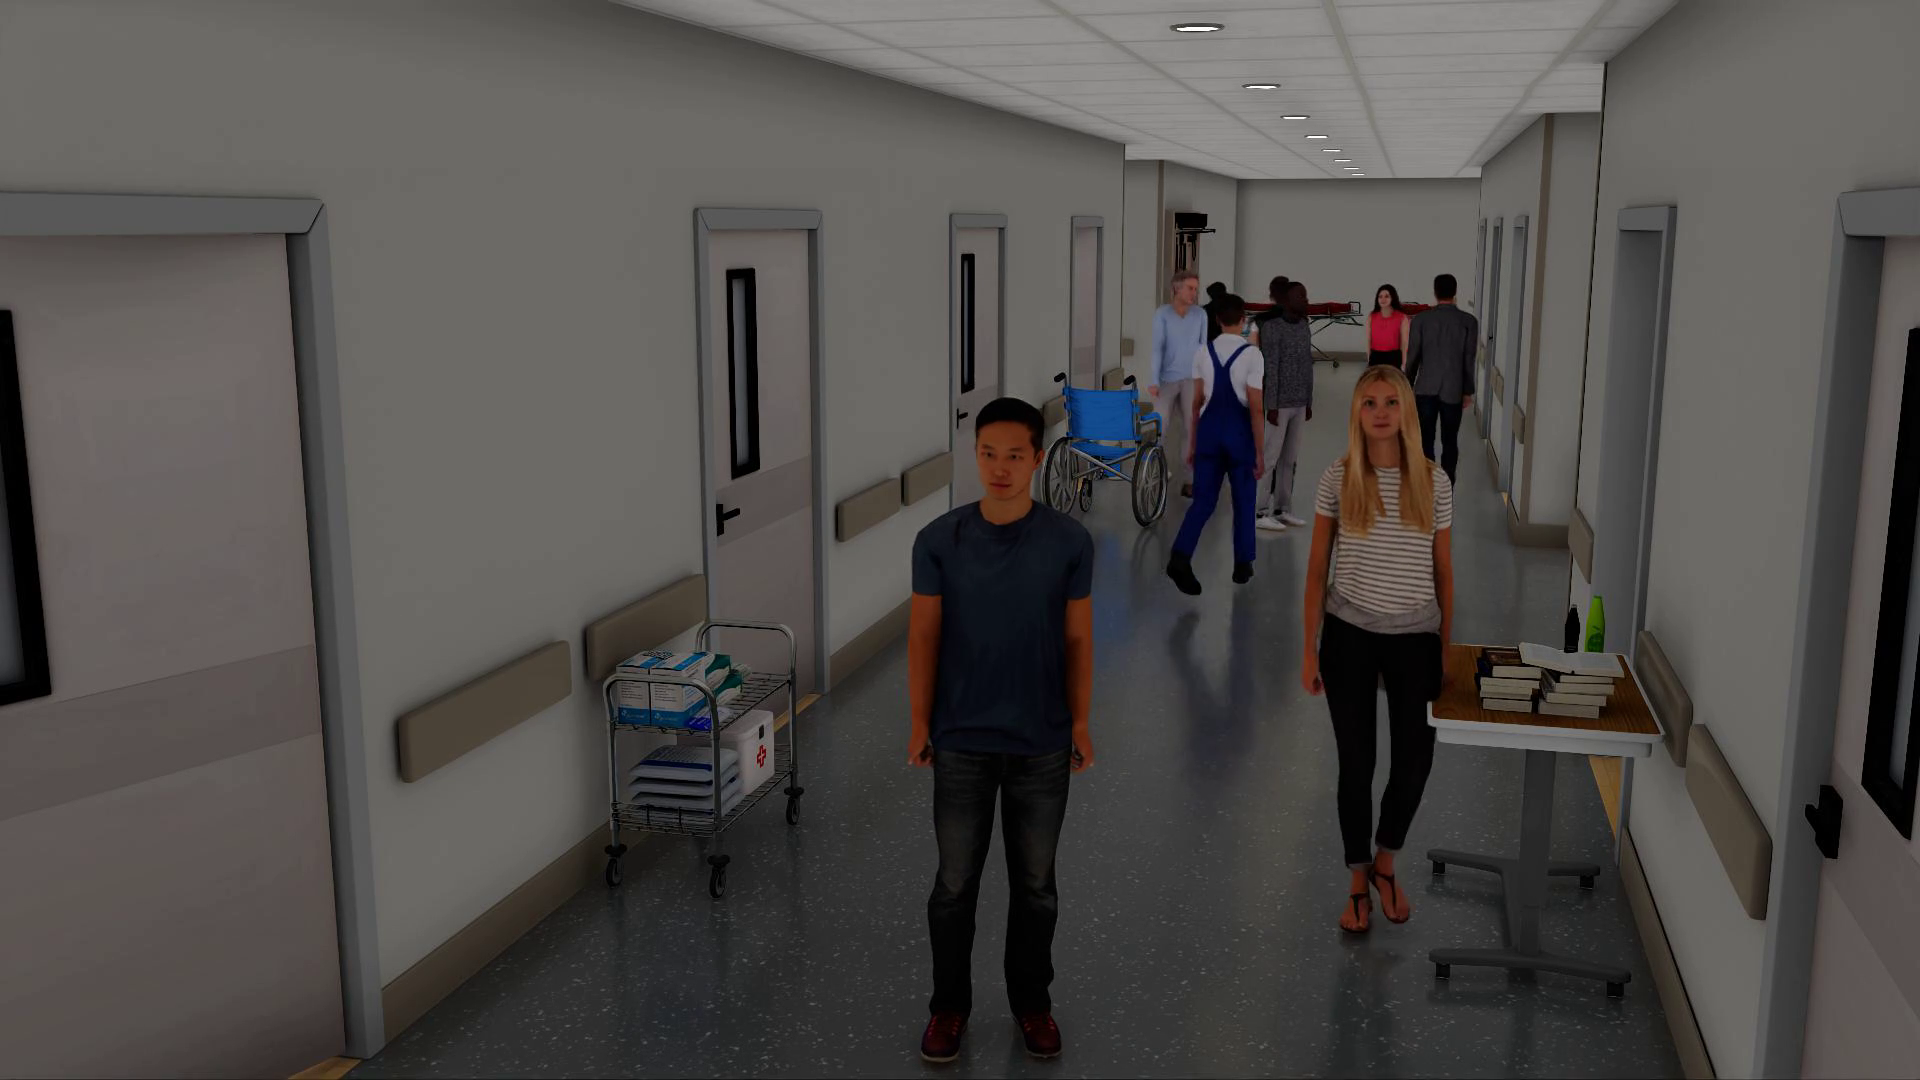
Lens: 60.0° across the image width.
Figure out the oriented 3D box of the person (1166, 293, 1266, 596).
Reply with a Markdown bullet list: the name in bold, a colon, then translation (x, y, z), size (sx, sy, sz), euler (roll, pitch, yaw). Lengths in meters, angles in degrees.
- **person**: translation (1.554, -0.545, 10.052), size (0.877, 1.804, 1.352), euler (6, 12, 29)

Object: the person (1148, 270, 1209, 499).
- **person**: translation (1.765, -1.280, 13.783), size (0.889, 1.858, 1.039), euler (-1, 11, -5)

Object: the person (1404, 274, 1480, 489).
- **person**: translation (3.784, -1.149, 13.134), size (0.726, 1.842, 1.041), euler (3, 11, 13)

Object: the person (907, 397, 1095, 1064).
- **person**: translation (0.107, 0.509, 4.495), size (0.720, 1.805, 0.662), euler (-1, 11, -4)

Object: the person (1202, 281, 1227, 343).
- **person**: translation (2.740, -1.958, 18.025), size (0.722, 1.607, 1.031), euler (5, 12, 26)

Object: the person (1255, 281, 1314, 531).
- **person**: translation (2.409, -1.003, 12.391), size (0.699, 1.833, 0.817), euler (-10, 14, -41)

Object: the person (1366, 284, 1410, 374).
- **person**: translation (4.306, -1.718, 16.714), size (0.692, 1.626, 1.102), euler (4, 12, 22)

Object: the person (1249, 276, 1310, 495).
- **person**: translation (2.605, -1.220, 13.544), size (0.693, 1.825, 0.884), euler (3, 11, 13)

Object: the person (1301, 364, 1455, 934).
- **person**: translation (1.335, 0.346, 5.332), size (0.640, 1.815, 0.606), euler (2, 11, 10)
